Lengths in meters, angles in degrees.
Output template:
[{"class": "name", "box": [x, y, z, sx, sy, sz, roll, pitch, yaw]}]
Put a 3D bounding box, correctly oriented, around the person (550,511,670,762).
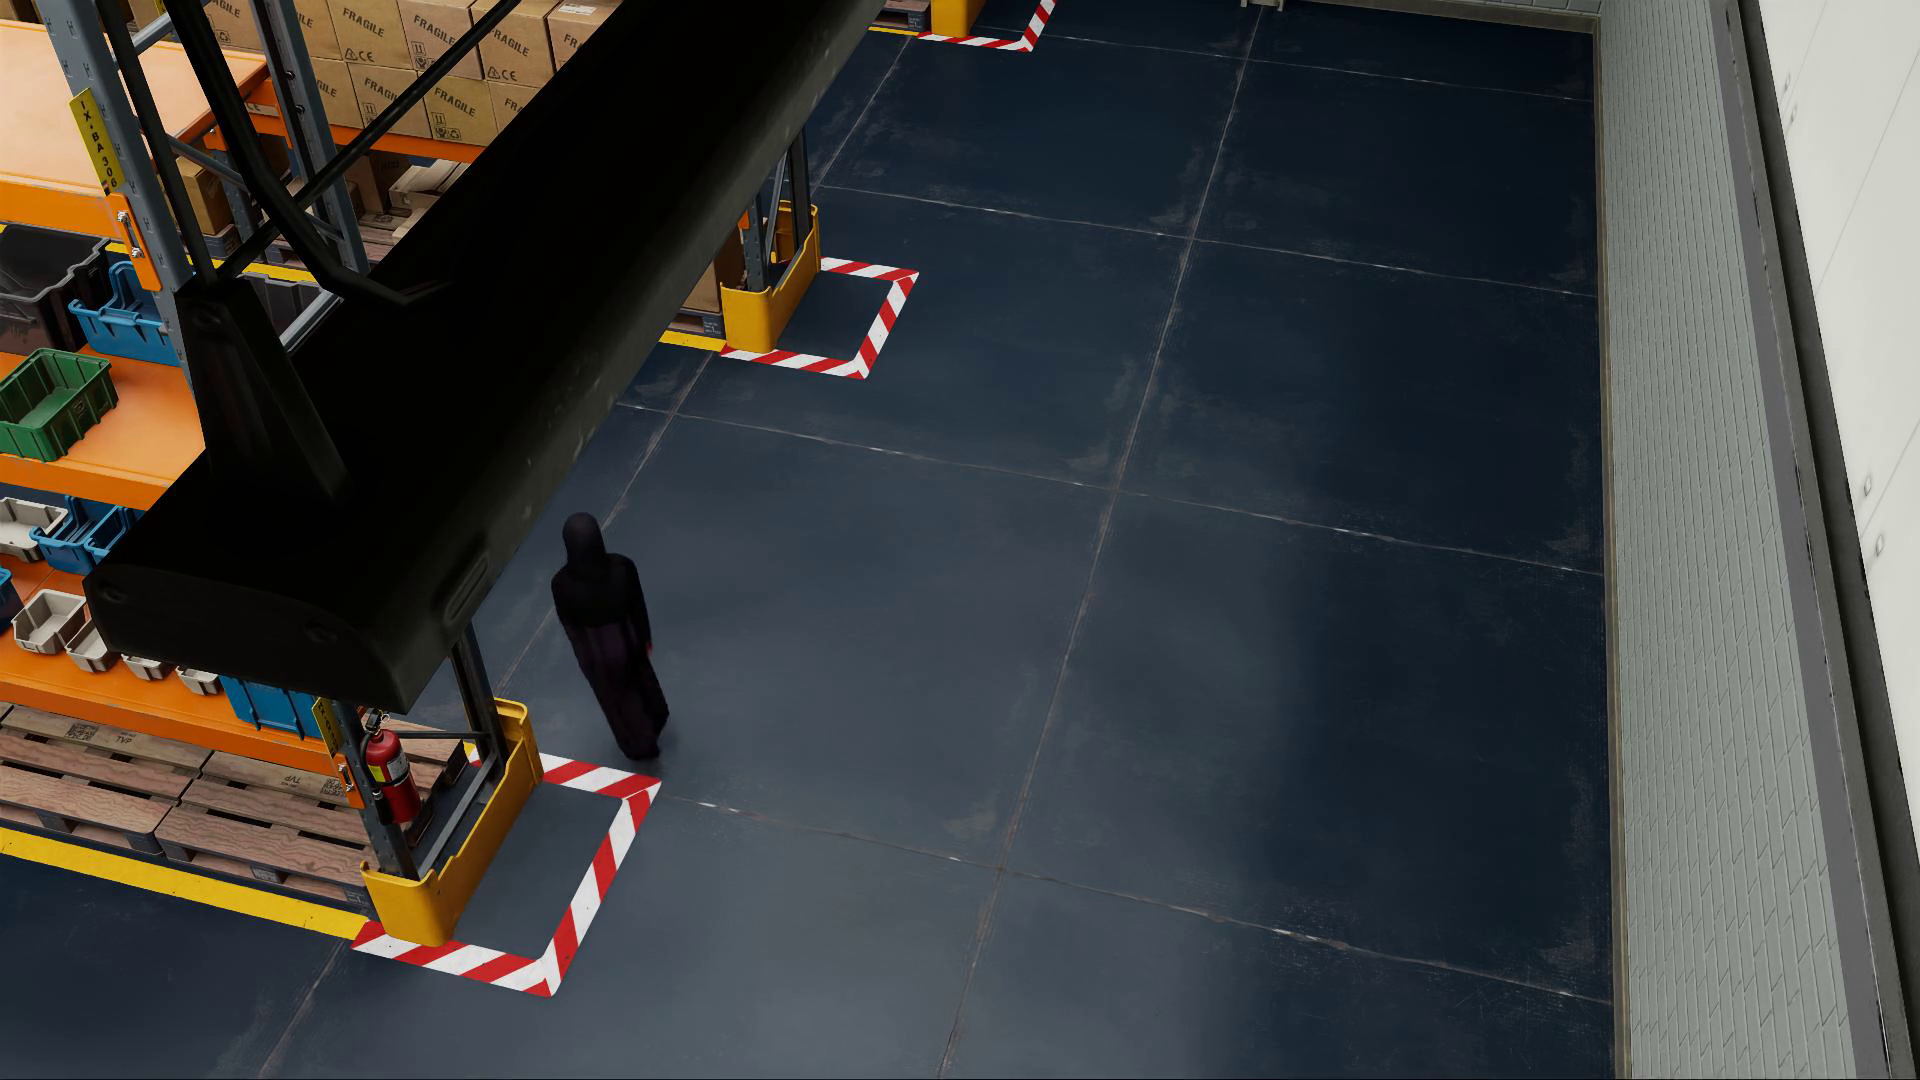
[{"class": "person", "box": [-1.771, 0.555, 8.405, 0.835, 1.611, 0.888, -17, 46, -17]}]
